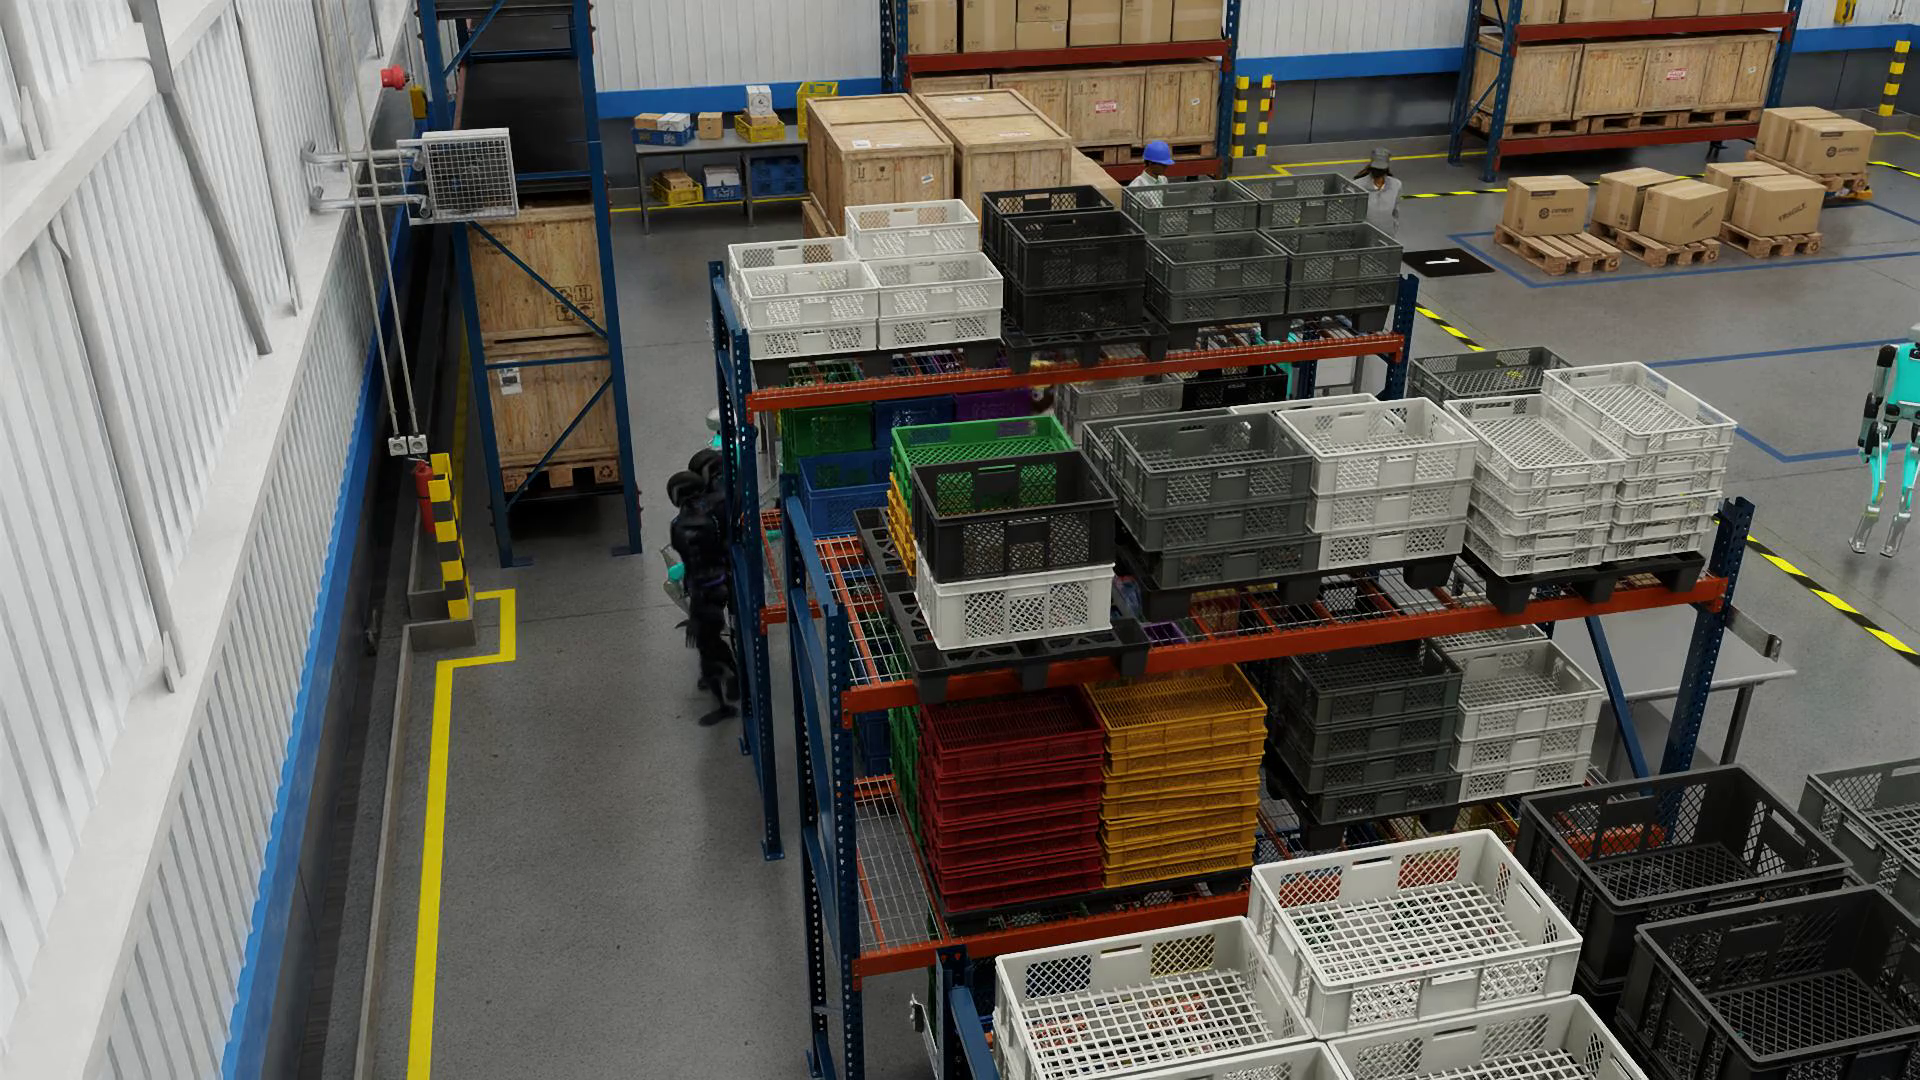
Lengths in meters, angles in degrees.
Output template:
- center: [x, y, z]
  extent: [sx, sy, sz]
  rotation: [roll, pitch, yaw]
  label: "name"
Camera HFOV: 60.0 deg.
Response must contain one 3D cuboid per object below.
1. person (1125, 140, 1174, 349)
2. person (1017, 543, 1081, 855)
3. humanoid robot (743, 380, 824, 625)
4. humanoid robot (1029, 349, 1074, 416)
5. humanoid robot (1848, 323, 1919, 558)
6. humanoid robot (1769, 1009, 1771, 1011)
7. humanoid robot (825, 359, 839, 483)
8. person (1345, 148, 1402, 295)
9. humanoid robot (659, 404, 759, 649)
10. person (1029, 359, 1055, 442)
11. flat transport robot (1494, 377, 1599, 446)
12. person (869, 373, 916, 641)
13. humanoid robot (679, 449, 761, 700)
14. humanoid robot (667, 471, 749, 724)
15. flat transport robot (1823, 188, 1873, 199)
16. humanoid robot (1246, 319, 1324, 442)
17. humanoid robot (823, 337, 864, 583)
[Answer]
- center: [1.750, -2.757, 15.492]
  extent: [0.411, 1.939, 0.604]
  rotation: [19, 33, 32]
  label: "person"
- center: [0.574, 0.782, 8.674]
  extent: [0.660, 2.029, 0.633]
  rotation: [-11, 30, -19]
  label: "person"
- center: [-1.262, -0.233, 10.891]
  extent: [0.846, 1.745, 0.557]
  rotation: [3, 28, 6]
  label: "humanoid robot"
- center: [0.688, -0.609, 11.691]
  extent: [0.390, 1.638, 0.588]
  rotation: [-23, 35, -36]
  label: "humanoid robot"
- center: [6.519, -0.633, 11.534]
  extent: [0.533, 1.673, 0.735]
  rotation: [13, 30, 23]
  label: "humanoid robot"
- center: [2.731, 2.262, 6.273]
  extent: [0.768, 1.882, 0.530]
  rotation: [9, 29, 17]
  label: "humanoid robot"
- center: [-0.778, -0.845, 12.133]
  extent: [0.331, 1.656, 0.602]
  rotation: [-17, 32, -29]
  label: "humanoid robot"
- center: [3.914, -2.882, 15.907]
  extent: [0.572, 1.764, 0.401]
  rotation: [-5, 28, -9]
  label: "person"
- center: [-1.631, -0.098, 10.510]
  extent: [0.735, 1.681, 0.533]
  rotation: [11, 30, 19]
  label: "humanoid robot"
- center: [0.614, -0.335, 11.060]
  extent: [0.813, 1.784, 0.604]
  rotation: [-5, 28, -9]
  label: "person"
- center: [4.780, -1.036, 14.013]
  extent: [0.659, 0.231, 1.431]
  rotation: [-6, 28, -12]
  label: "flat transport robot"
- center: [-0.433, -0.214, 10.722]
  extent: [0.360, 1.882, 0.573]
  rotation: [3, 28, 5]
  label: "person"
- center: [-1.448, 0.197, 10.153]
  extent: [0.609, 1.645, 0.306]
  rotation: [15, 31, 26]
  label: "humanoid robot"
- center: [-1.475, 0.324, 9.927]
  extent: [0.432, 1.648, 0.610]
  rotation: [-2, 28, -4]
  label: "humanoid robot"
- center: [10.229, -4.287, 20.151]
  extent: [1.431, 0.197, 0.652]
  rotation: [-6, 28, -11]
  label: "flat transport robot"
- center: [2.432, -0.917, 12.101]
  extent: [0.745, 1.684, 0.532]
  rotation: [-18, 33, -30]
  label: "humanoid robot"
- center: [-0.536, -0.461, 11.418]
  extent: [0.821, 1.828, 0.531]
  rotation: [14, 31, 24]
  label: "humanoid robot"
